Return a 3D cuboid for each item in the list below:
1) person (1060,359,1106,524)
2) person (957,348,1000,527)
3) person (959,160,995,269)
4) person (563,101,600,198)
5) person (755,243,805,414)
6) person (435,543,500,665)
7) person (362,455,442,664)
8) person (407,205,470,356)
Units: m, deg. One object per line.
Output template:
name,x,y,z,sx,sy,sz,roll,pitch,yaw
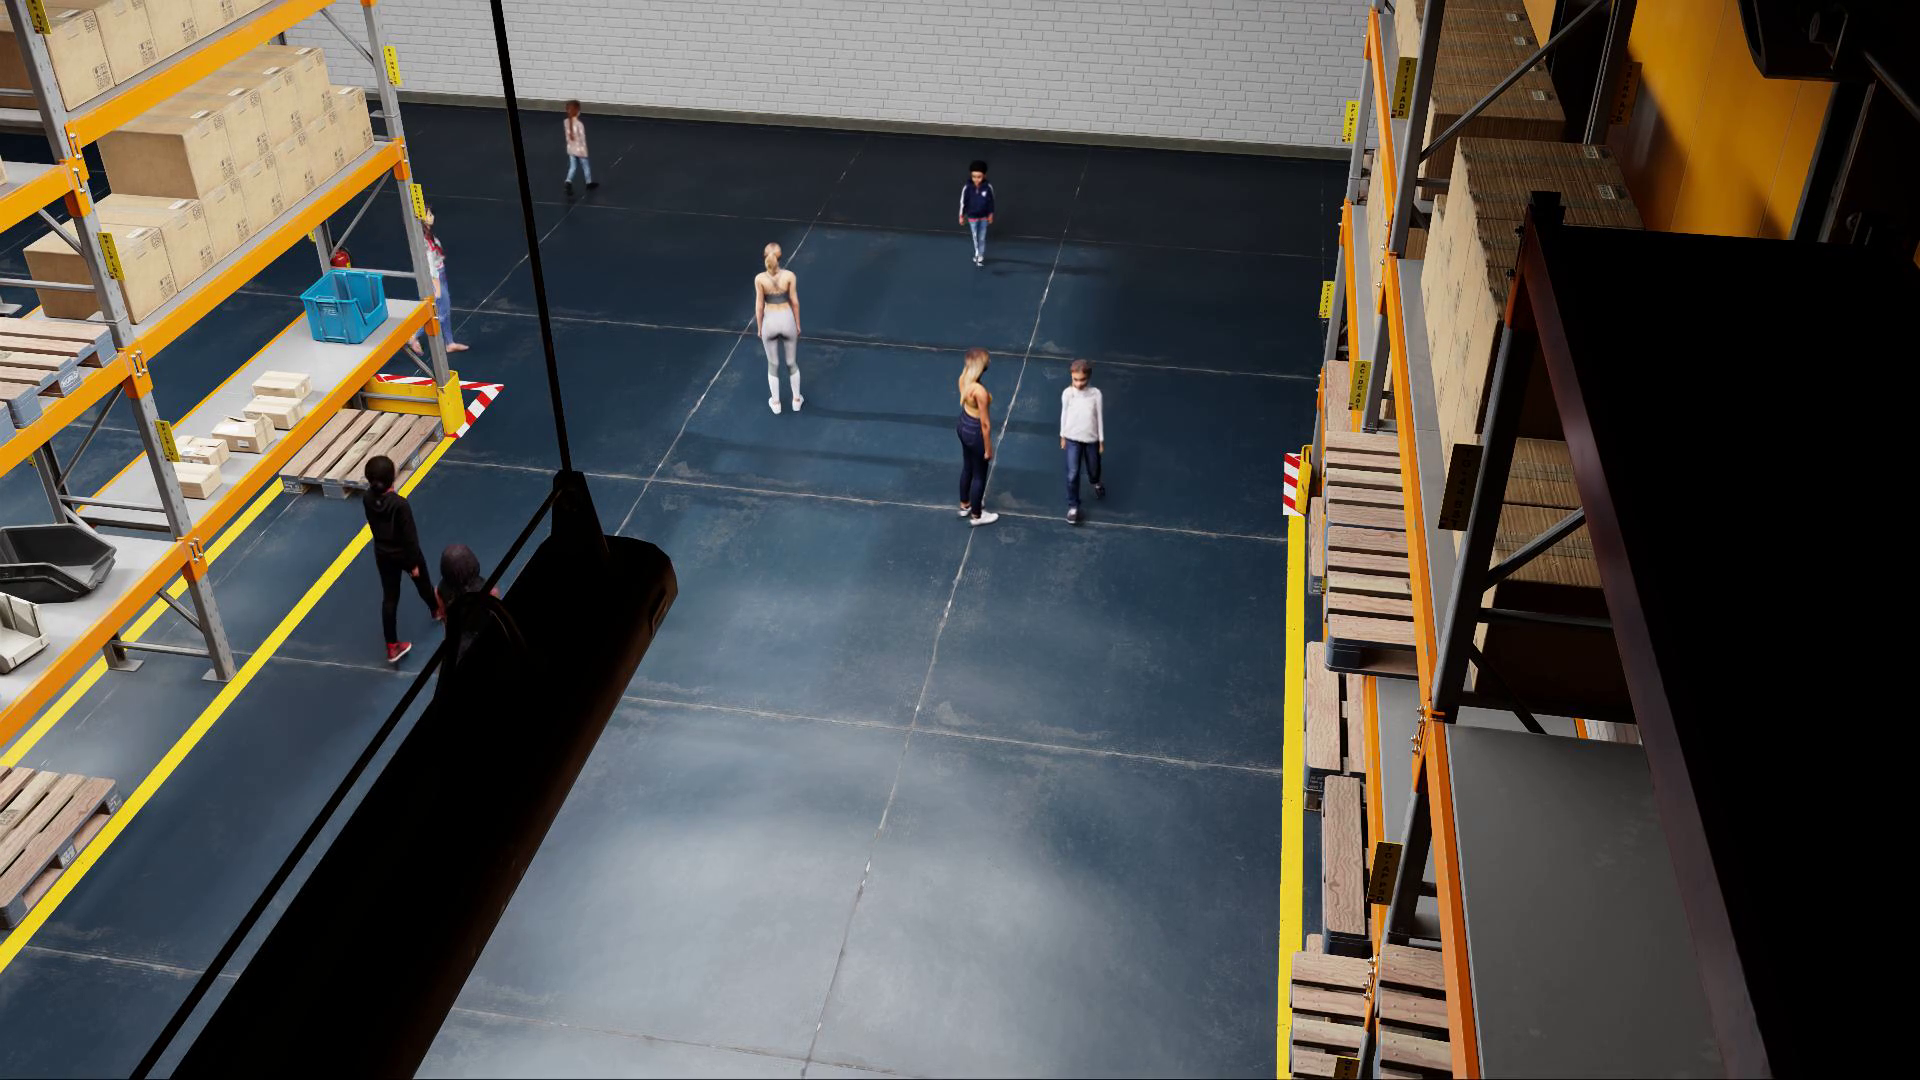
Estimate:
person,1.055,-0.893,14.138,0.553,1.532,0.828,3,34,5
person,0.120,-0.870,14.018,0.721,1.627,0.641,-15,37,-22
person,0.213,-3.679,18.631,0.541,1.198,0.763,5,34,7
person,-4.701,-4.751,20.261,0.637,1.179,0.865,16,37,22
person,-1.703,-1.998,15.646,0.618,1.703,0.613,-5,34,-7
person,-3.305,0.821,11.399,0.629,1.711,1.143,4,34,5
person,-4.253,0.167,12.455,0.697,1.631,1.112,10,35,14
person,-5.324,-2.561,16.583,0.893,1.604,0.891,-12,35,-17
